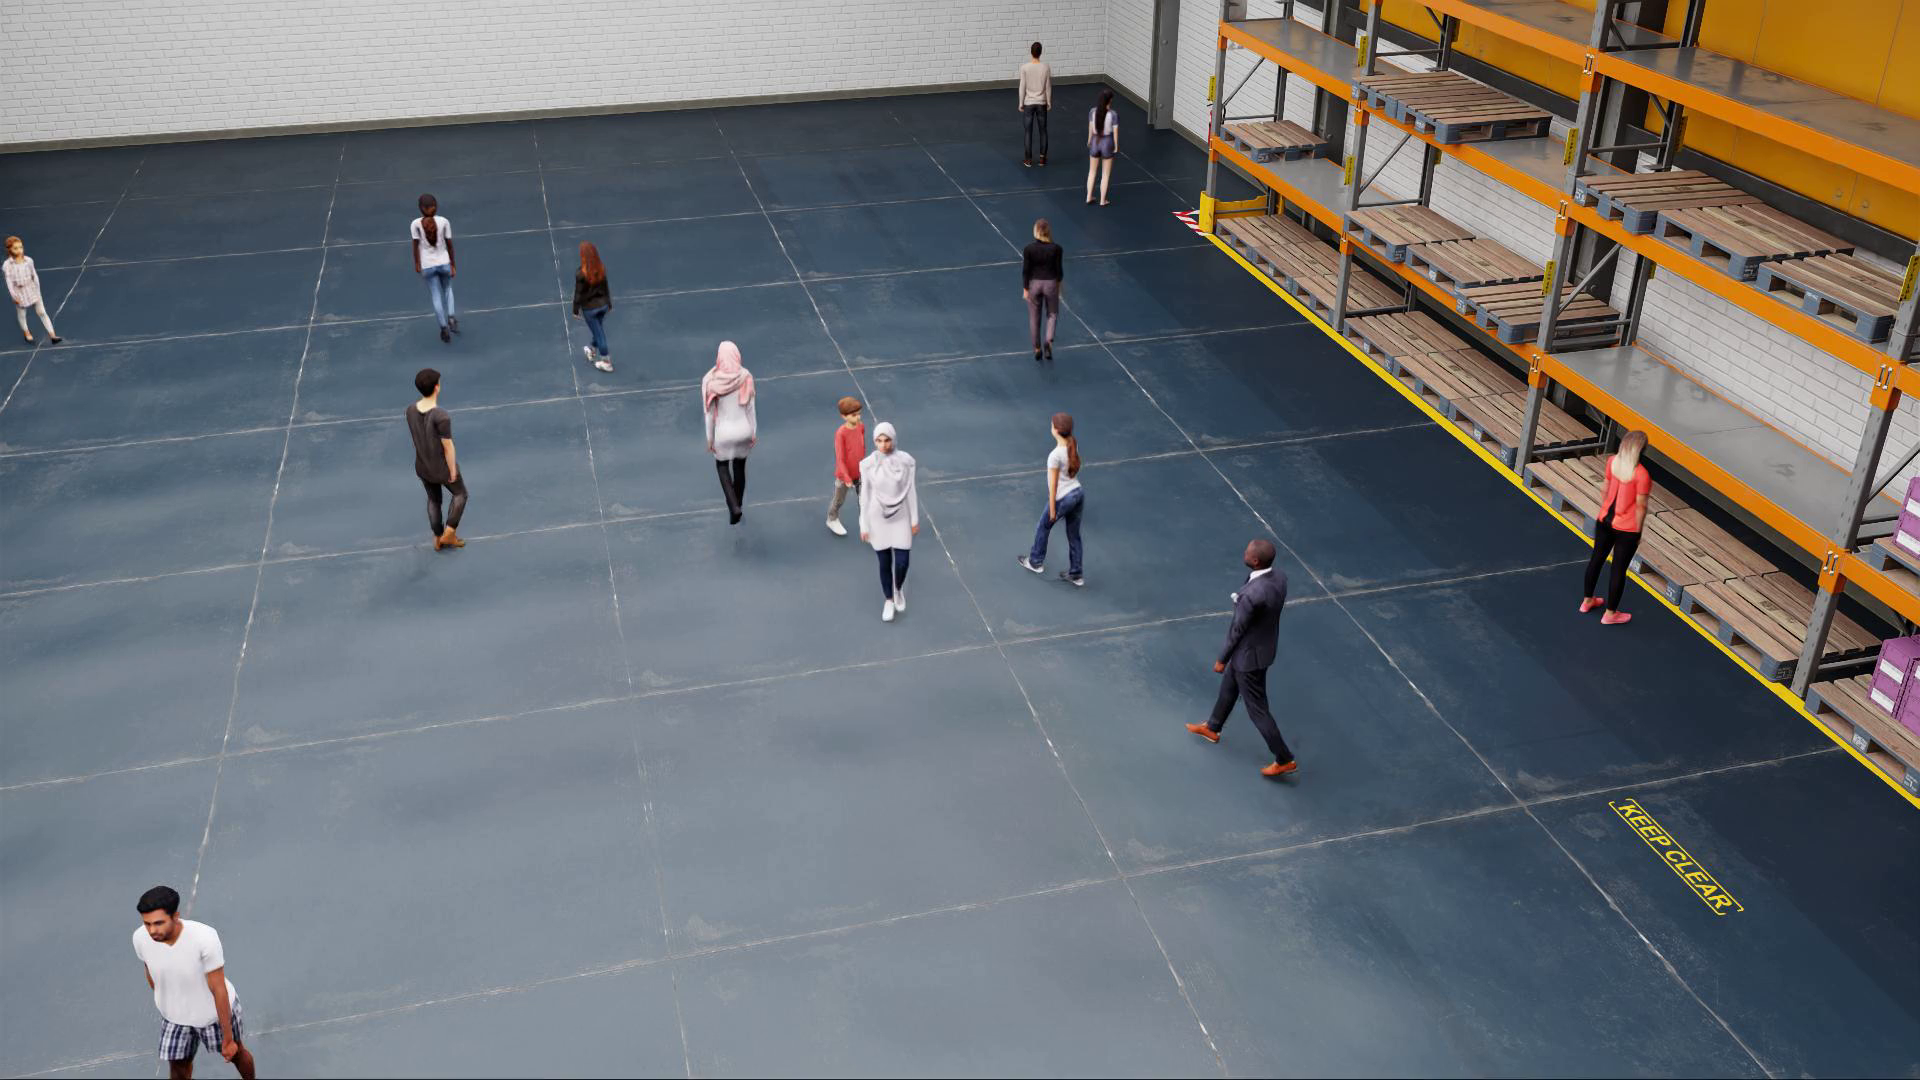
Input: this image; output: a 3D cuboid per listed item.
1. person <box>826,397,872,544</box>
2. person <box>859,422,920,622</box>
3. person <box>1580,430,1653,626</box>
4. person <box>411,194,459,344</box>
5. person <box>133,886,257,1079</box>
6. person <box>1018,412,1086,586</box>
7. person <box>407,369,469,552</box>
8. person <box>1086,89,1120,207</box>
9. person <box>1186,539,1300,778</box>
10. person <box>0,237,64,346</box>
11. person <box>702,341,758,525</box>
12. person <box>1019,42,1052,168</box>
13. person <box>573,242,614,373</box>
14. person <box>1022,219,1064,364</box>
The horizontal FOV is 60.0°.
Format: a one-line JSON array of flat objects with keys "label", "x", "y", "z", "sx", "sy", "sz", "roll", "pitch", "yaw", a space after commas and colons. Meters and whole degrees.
[{"label": "person", "x": -1.028, "y": -0.632, "z": 14.891, "sx": 0.790, "sy": 1.388, "sz": 0.996, "roll": -23, "pitch": 36, "yaw": -36}, {"label": "person", "x": -0.572, "y": -0.179, "z": 13.668, "sx": 0.705, "sy": 1.765, "sz": 0.704, "roll": 0, "pitch": 29, "yaw": 0}, {"label": "person", "x": 5.393, "y": -0.122, "z": 13.638, "sx": 0.687, "sy": 1.693, "sz": 0.524, "roll": -13, "pitch": 31, "yaw": -22}, {"label": "person", "x": -5.994, "y": -3.098, "z": 19.080, "sx": 0.663, "sy": 1.707, "sz": 0.744, "roll": -14, "pitch": 32, "yaw": -24}, {"label": "person", "x": -4.017, "y": 2.465, "z": 8.882, "sx": 0.810, "sy": 1.707, "sz": 0.989, "roll": 0, "pitch": 29, "yaw": -1}, {"label": "person", "x": 0.950, "y": -0.320, "z": 14.168, "sx": 0.960, "sy": 1.534, "sz": 0.789, "roll": 25, "pitch": 37, "yaw": 38}, {"label": "person", "x": -4.647, "y": -0.655, "z": 14.608, "sx": 0.741, "sy": 1.700, "sz": 0.777, "roll": 10, "pitch": 30, "yaw": 18}, {"label": "person", "x": 2.020, "y": -5.591, "z": 23.715, "sx": 0.672, "sy": 1.645, "sz": 0.722, "roll": 14, "pitch": 31, "yaw": 24}, {"label": "person", "x": 2.124, "y": 0.849, "z": 11.743, "sx": 1.259, "sy": 1.804, "sz": 1.177, "roll": 17, "pitch": 33, "yaw": 28}, {"label": "person", "x": -10.771, "y": -2.847, "z": 19.077, "sx": 0.991, "sy": 1.270, "sz": 0.857, "roll": 22, "pitch": 36, "yaw": 35}, {"label": "person", "x": -2.033, "y": -0.912, "z": 14.985, "sx": 0.614, "sy": 1.791, "sz": 0.841, "roll": -7, "pitch": 29, "yaw": -13}, {"label": "person", "x": 1.148, "y": -6.675, "z": 25.471, "sx": 0.693, "sy": 1.866, "sz": 0.618, "roll": -2, "pitch": 29, "yaw": -4}, {"label": "person", "x": -3.984, "y": -2.556, "z": 18.337, "sx": 0.923, "sy": 1.467, "sz": 0.839, "roll": 20, "pitch": 34, "yaw": 32}, {"label": "person", "x": 0.925, "y": -2.716, "z": 18.426, "sx": 0.686, "sy": 1.662, "sz": 0.756, "roll": -1, "pitch": 29, "yaw": -2}]
